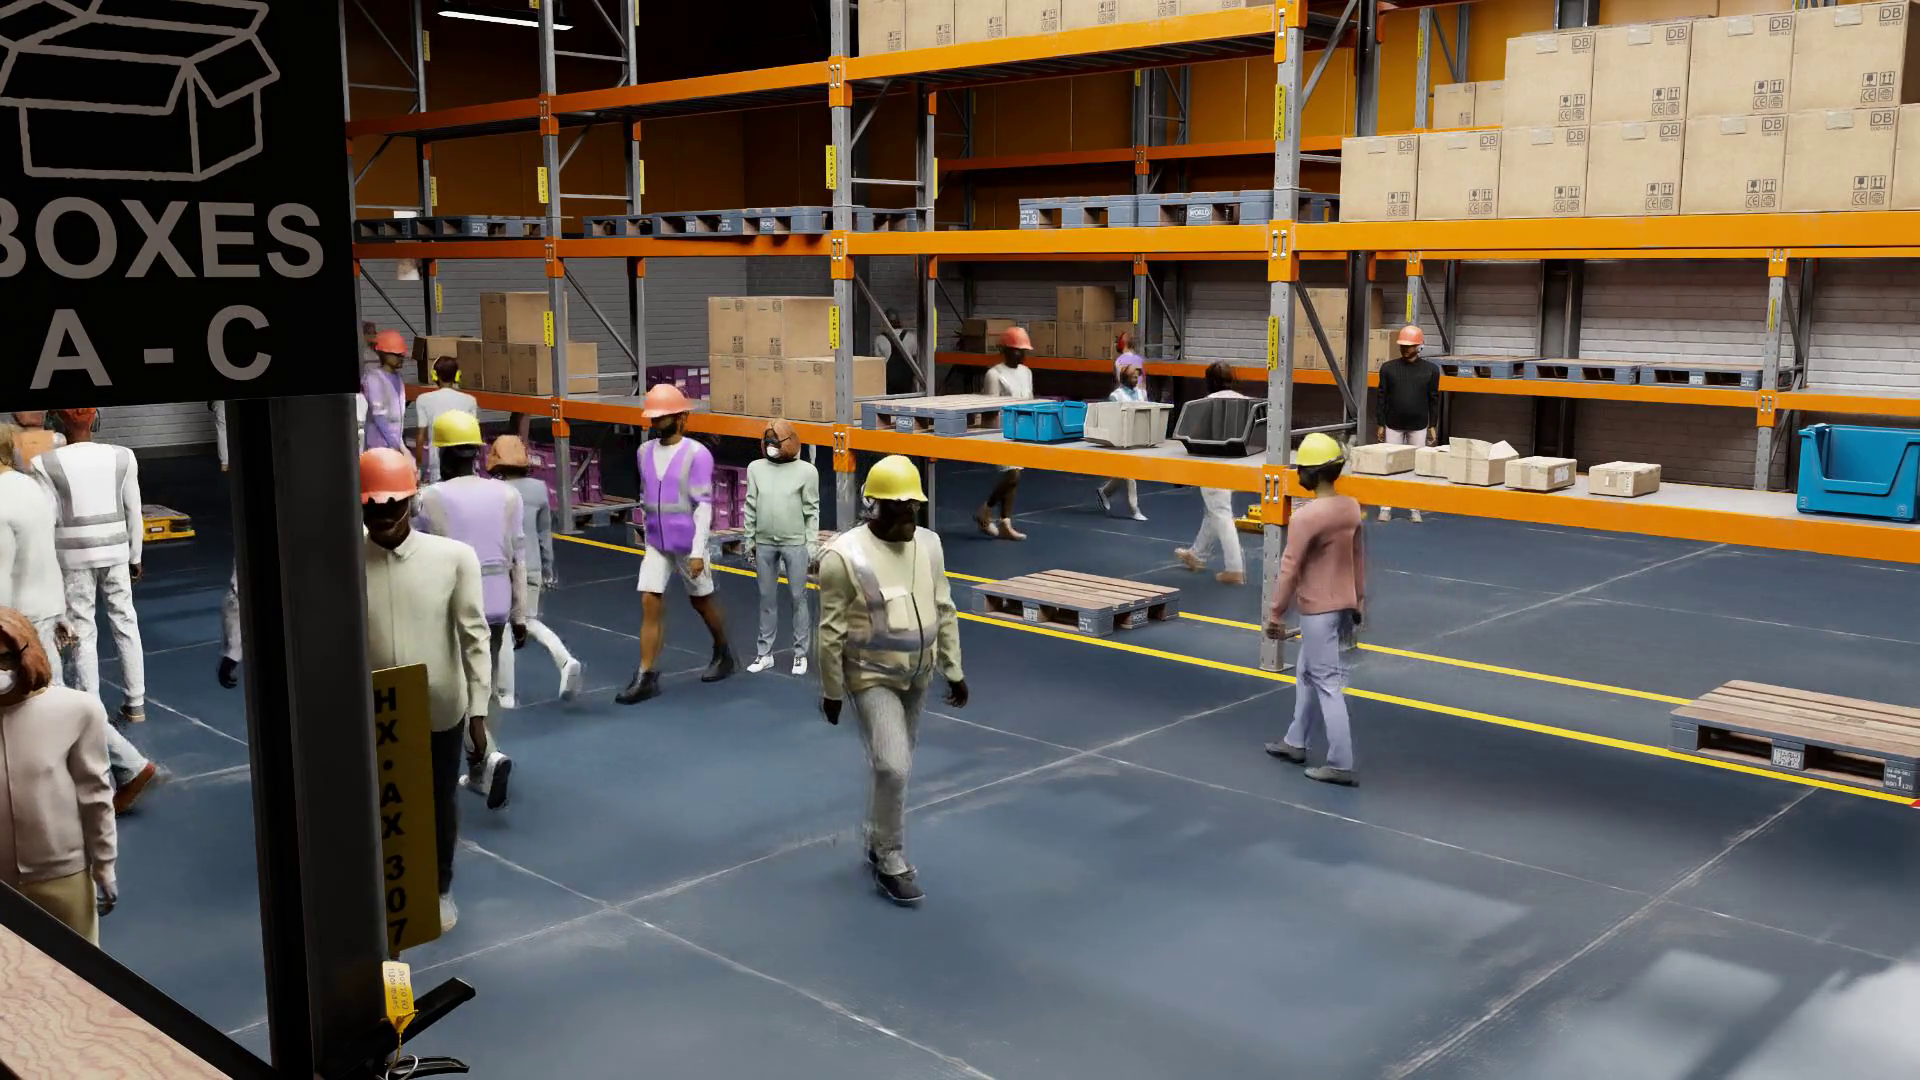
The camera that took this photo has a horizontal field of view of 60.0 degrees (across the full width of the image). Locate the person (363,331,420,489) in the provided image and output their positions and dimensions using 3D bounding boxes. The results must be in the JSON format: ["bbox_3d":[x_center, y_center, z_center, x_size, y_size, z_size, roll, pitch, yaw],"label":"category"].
[{"bbox_3d":[-5.048,-0.872,14.973,0.969,1.994,0.632,2,9,10],"label":"person"}]

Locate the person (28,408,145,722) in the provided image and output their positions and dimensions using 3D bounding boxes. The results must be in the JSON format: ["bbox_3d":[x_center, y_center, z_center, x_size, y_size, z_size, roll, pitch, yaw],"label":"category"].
[{"bbox_3d":[-4.831,0.123,9.244,0.359,1.883,0.573,9,13,43],"label":"person"}]

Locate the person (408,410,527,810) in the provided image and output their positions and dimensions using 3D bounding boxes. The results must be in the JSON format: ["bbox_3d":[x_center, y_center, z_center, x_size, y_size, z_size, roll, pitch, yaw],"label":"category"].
[{"bbox_3d":[-2.283,0.343,7.861,0.589,1.906,0.694,-8,12,-42],"label":"person"}]

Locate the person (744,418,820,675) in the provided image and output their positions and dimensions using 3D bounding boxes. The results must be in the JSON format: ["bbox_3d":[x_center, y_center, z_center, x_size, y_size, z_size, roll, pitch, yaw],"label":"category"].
[{"bbox_3d":[-1.131,0.039,10.514,0.499,1.633,0.278,2,10,14],"label":"person"}]

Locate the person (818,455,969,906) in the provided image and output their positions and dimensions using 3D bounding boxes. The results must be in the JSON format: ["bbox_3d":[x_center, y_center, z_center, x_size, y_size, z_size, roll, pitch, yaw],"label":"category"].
[{"bbox_3d":[-0.218,0.561,6.774,0.613,1.809,0.660,-9,13,-44],"label":"person"}]

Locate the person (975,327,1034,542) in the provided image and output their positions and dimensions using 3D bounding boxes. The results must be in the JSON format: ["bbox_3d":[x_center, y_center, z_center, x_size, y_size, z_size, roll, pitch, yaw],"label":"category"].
[{"bbox_3d":[0.478,-0.983,15.600,0.496,2.020,0.606,7,11,35],"label":"person"}]

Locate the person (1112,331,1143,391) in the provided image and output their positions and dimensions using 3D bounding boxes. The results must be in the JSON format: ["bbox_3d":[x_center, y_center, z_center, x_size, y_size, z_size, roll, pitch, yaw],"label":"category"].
[{"bbox_3d":[1.989,-1.657,20.424,0.984,1.788,0.586,7,12,37],"label":"person"}]

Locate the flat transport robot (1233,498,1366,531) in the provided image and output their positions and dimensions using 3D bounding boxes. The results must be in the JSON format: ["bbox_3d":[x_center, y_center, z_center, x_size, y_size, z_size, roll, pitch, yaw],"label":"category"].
[{"bbox_3d":[3.385,-0.262,16.528,0.652,0.197,1.431,9,13,43],"label":"flat transport robot"}]

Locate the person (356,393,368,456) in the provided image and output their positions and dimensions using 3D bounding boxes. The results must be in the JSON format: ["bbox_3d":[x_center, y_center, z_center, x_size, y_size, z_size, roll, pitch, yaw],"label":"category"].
[{"bbox_3d":[-5.221,-0.662,14.097,0.593,1.890,0.374,7,12,38],"label":"person"}]

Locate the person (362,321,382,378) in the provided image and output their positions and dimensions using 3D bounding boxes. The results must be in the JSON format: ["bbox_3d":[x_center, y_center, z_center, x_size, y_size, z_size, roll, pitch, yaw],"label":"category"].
[{"bbox_3d":[-7.702,-1.899,21.635,0.431,1.884,0.697,3,10,19],"label":"person"}]

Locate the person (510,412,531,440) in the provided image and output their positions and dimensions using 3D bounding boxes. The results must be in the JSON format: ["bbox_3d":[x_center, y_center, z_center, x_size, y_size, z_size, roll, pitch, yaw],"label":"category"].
[{"bbox_3d":[-5.868,-2.025,22.346,0.403,1.904,0.652,-6,11,-32],"label":"person"}]

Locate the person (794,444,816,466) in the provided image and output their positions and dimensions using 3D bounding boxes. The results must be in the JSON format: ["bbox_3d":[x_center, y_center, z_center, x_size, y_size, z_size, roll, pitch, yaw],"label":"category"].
[{"bbox_3d":[-2.062,-1.760,21.531,0.513,1.641,0.307,-7,11,-35],"label":"person"}]

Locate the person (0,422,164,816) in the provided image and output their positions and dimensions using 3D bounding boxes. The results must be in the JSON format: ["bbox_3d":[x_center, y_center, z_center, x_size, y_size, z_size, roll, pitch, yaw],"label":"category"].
[{"bbox_3d":[-4.276,0.371,7.687,0.980,1.902,0.662,-2,10,-14],"label":"person"}]

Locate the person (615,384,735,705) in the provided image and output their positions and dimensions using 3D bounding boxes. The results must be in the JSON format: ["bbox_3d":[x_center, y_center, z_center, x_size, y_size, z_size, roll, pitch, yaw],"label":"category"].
[{"bbox_3d":[-1.706,-0.005,10.040,0.557,1.891,0.991,4,10,25],"label":"person"}]

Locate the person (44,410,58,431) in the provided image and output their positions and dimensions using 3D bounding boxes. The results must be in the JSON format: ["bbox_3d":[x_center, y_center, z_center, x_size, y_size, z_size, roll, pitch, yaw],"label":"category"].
[{"bbox_3d":[-10.148,-1.395,18.651,0.704,1.843,0.576,-2,10,-15],"label":"person"}]

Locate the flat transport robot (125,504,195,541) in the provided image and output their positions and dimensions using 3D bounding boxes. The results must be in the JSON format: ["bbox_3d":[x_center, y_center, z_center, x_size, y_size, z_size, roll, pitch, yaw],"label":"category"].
[{"bbox_3d":[-7.917,-0.171,15.974,0.652,0.197,1.431,-8,12,-40],"label":"flat transport robot"}]

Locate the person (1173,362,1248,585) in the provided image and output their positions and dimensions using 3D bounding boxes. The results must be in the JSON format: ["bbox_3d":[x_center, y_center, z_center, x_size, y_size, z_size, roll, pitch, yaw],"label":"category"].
[{"bbox_3d":[2.079,-0.566,13.741,0.625,1.791,0.940,-8,12,-39],"label":"person"}]

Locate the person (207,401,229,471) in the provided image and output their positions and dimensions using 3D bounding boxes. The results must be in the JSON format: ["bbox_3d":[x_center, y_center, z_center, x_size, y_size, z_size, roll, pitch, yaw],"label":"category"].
[{"bbox_3d":[-9.257,-1.793,21.114,0.624,1.844,0.430,-1,9,-9],"label":"person"}]

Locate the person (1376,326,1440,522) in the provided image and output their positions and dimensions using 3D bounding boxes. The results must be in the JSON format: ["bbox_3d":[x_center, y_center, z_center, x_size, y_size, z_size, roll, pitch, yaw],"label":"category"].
[{"bbox_3d":[4.520,-1.166,16.812,0.613,1.991,0.391,2,10,15],"label":"person"}]

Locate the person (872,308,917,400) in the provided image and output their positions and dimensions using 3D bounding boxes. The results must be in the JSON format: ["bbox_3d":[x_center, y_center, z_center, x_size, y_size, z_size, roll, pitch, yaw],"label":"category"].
[{"bbox_3d":[-0.959,-2.429,24.406,0.684,2.000,0.969,-2,10,-13],"label":"person"}]

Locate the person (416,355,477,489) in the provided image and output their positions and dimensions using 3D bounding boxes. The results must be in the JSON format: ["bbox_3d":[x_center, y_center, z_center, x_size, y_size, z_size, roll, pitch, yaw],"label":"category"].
[{"bbox_3d":[-4.270,-0.609,13.854,0.518,1.843,0.397,-3,10,-19],"label":"person"}]

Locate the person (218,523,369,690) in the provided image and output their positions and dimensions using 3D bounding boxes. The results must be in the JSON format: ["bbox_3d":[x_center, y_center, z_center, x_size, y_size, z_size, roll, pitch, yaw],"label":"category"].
[{"bbox_3d":[-2.848,0.477,7.272,0.729,1.817,0.571,-4,10,-23],"label":"person"}]

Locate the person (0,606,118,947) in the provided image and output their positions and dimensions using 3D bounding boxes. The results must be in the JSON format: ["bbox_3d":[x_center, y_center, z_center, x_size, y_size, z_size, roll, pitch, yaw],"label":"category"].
[{"bbox_3d":[-2.685,0.980,4.772,0.496,1.627,0.271,-5,10,-26],"label":"person"}]

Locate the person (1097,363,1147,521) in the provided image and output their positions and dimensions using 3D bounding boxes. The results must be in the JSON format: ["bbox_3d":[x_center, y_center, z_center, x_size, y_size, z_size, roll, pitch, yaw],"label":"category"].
[{"bbox_3d":[1.667,-1.021,17.053,0.556,1.612,0.707,-8,12,-41],"label":"person"}]

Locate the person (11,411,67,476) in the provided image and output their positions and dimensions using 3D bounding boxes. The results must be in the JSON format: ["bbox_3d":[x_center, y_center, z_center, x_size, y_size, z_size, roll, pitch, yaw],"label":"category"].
[{"bbox_3d":[-6.925,-0.269,12.516,0.526,1.589,0.851,-7,12,-38],"label":"person"}]

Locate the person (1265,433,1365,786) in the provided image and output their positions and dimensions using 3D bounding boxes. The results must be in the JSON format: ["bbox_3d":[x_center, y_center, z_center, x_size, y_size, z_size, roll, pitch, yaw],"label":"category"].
[{"bbox_3d":[1.722,0.333,8.357,0.553,1.737,0.736,-9,13,-44],"label":"person"}]

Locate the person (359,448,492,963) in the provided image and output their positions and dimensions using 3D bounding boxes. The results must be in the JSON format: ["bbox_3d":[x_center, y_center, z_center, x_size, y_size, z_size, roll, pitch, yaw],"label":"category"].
[{"bbox_3d":[-2.020,0.621,6.075,0.610,1.930,1.078,-3,10,-16],"label":"person"}]

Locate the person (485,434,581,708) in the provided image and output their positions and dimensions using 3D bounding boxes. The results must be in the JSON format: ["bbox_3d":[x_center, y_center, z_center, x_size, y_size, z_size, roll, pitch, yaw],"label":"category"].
[{"bbox_3d":[-2.519,0.200,9.625,0.578,1.615,0.518,6,11,32],"label":"person"}]
